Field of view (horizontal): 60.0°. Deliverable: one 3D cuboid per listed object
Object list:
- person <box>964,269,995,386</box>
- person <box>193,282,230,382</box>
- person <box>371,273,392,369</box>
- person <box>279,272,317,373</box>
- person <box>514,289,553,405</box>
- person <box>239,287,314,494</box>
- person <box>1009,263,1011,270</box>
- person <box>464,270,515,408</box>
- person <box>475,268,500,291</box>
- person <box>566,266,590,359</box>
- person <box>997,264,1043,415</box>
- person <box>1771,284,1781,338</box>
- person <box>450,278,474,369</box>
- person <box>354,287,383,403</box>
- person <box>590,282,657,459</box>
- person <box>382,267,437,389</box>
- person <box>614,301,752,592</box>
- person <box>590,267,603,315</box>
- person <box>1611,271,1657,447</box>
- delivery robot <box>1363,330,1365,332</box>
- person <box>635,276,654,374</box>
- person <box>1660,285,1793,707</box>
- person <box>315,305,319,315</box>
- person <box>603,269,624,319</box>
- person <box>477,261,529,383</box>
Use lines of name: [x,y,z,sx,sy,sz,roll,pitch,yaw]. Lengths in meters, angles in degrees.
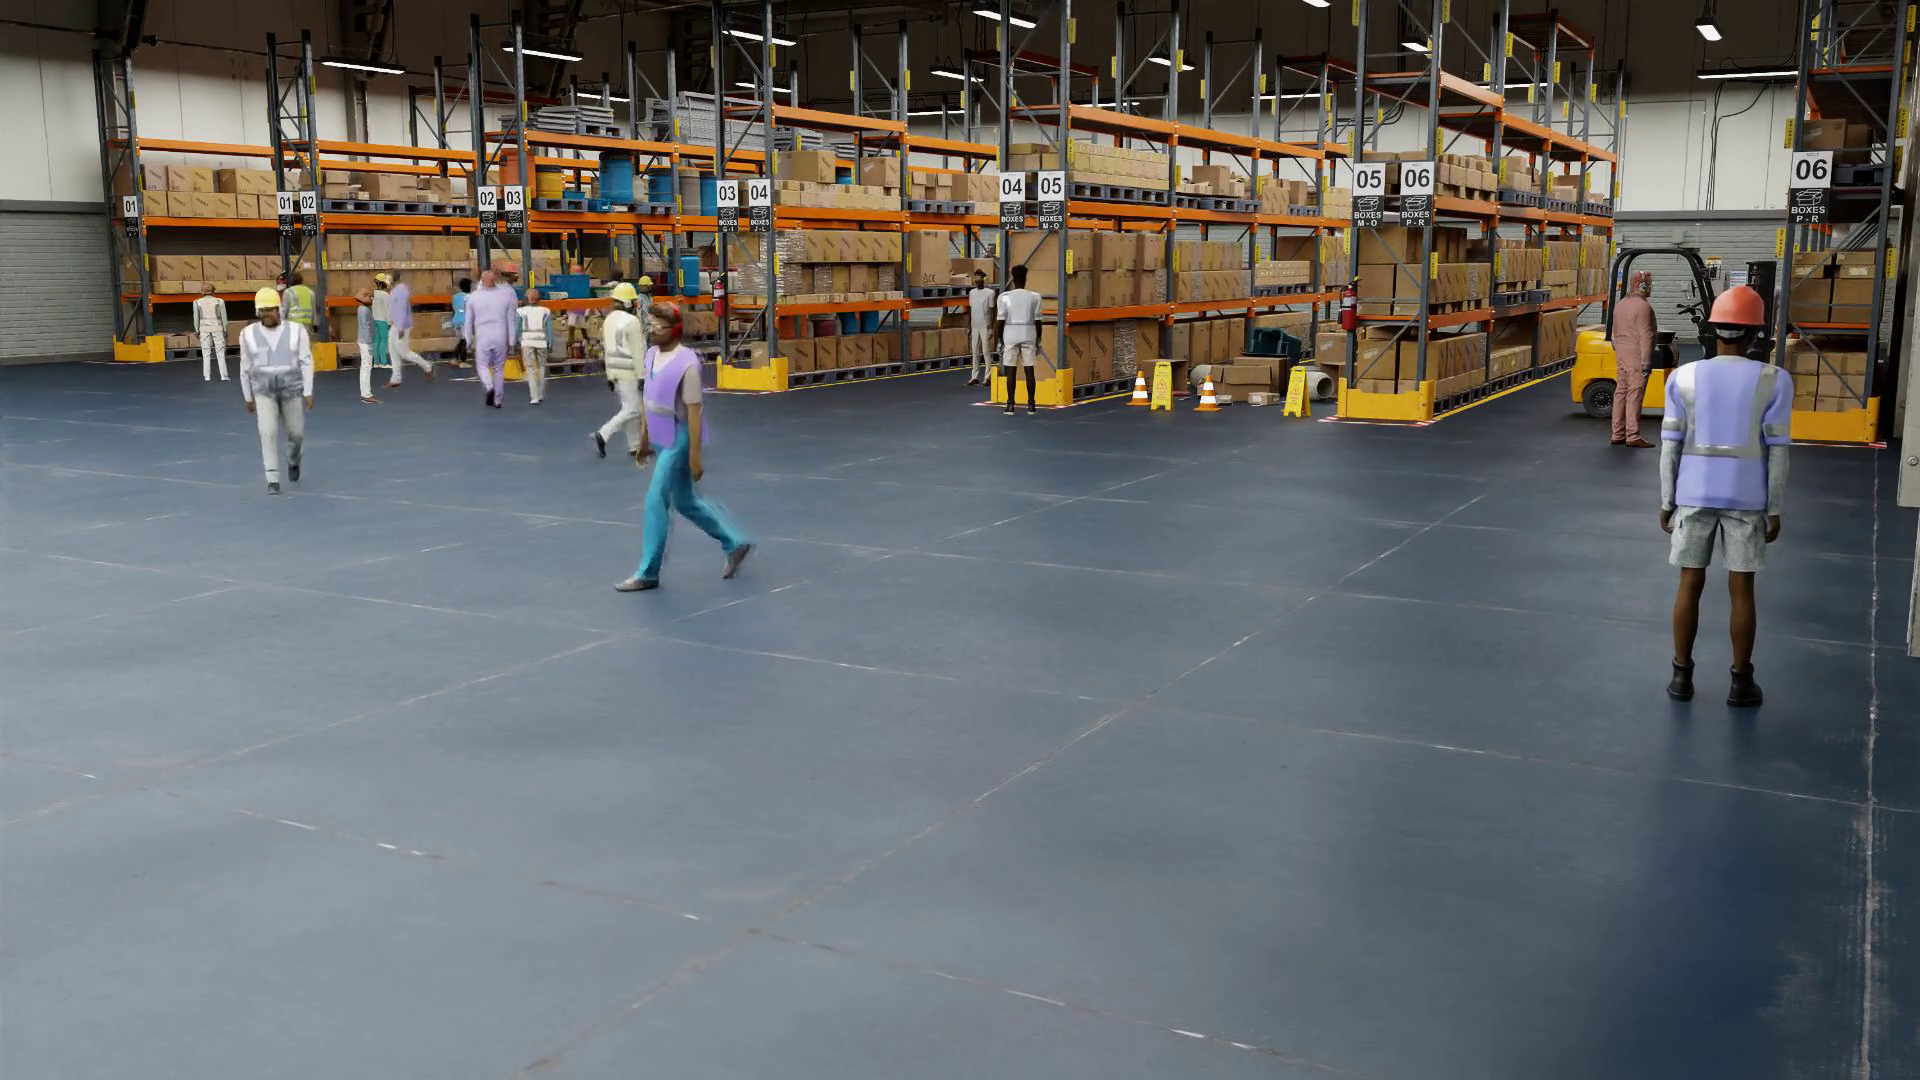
person: [0.317,-3.391,26.603,0.532,1.867,0.321,7,12,35]
person: [-12.401,-3.439,27.548,0.514,1.639,0.314,-3,10,-14]
person: [-10.647,-4.028,30.658,0.518,1.757,0.338,7,12,34]
person: [-11.717,-3.831,29.402,0.954,1.793,0.646,5,11,28]
person: [-6.028,-2.720,23.439,0.529,1.607,0.799,-5,11,-27]
person: [-6.040,-1.333,14.723,0.603,1.809,0.708,-4,10,-21]
person: [0.950,-3.548,27.040,0.604,2.038,0.403,2,10,13]
person: [-6.368,-2.712,22.582,0.690,1.882,0.566,-4,11,-24]
person: [-9.214,-4.444,32.833,0.601,1.838,0.939,4,11,24]
person: [-7.777,-4.619,33.769,0.560,1.867,1.033,1,10,7]
person: [0.776,-2.611,21.747,0.609,1.963,0.368,-1,10,-4]
person: [13.912,-3.786,28.781,0.582,1.918,0.405,5,11,26]
person: [-9.157,-3.984,30.651,0.550,1.670,0.398,6,12,33]
person: [-8.417,-2.767,23.634,0.284,1.633,0.499,-5,11,-25]
person: [-3.426,-1.691,16.806,0.694,1.816,0.598,-7,12,-36]
person: [-8.681,-3.318,26.044,0.752,1.911,0.642,-6,11,-30]
person: [-1.726,-0.591,10.395,0.890,1.808,0.590,-6,11,-30]
person: [-9.354,-6.185,42.916,0.362,1.883,0.575,-5,11,-25]
person: [7.377,-1.966,18.143,0.407,1.910,0.638,-1,10,-7]
delivery robot: [8.960,-4.665,37.624,0.707,0.478,0.477,-1,10,-5]
person: [-5.180,-3.482,27.493,0.289,1.746,0.487,2,10,14]
person: [3.525,-0.199,7.702,0.547,1.938,0.378,6,11,31]
person: [-12.460,-4.276,31.917,0.517,1.827,0.607,4,11,24]
person: [-6.769,-4.405,32.688,0.639,1.828,0.633,5,11,27]
person: [-7.470,-3.565,27.283,0.994,2.002,0.623,-2,10,-14]
